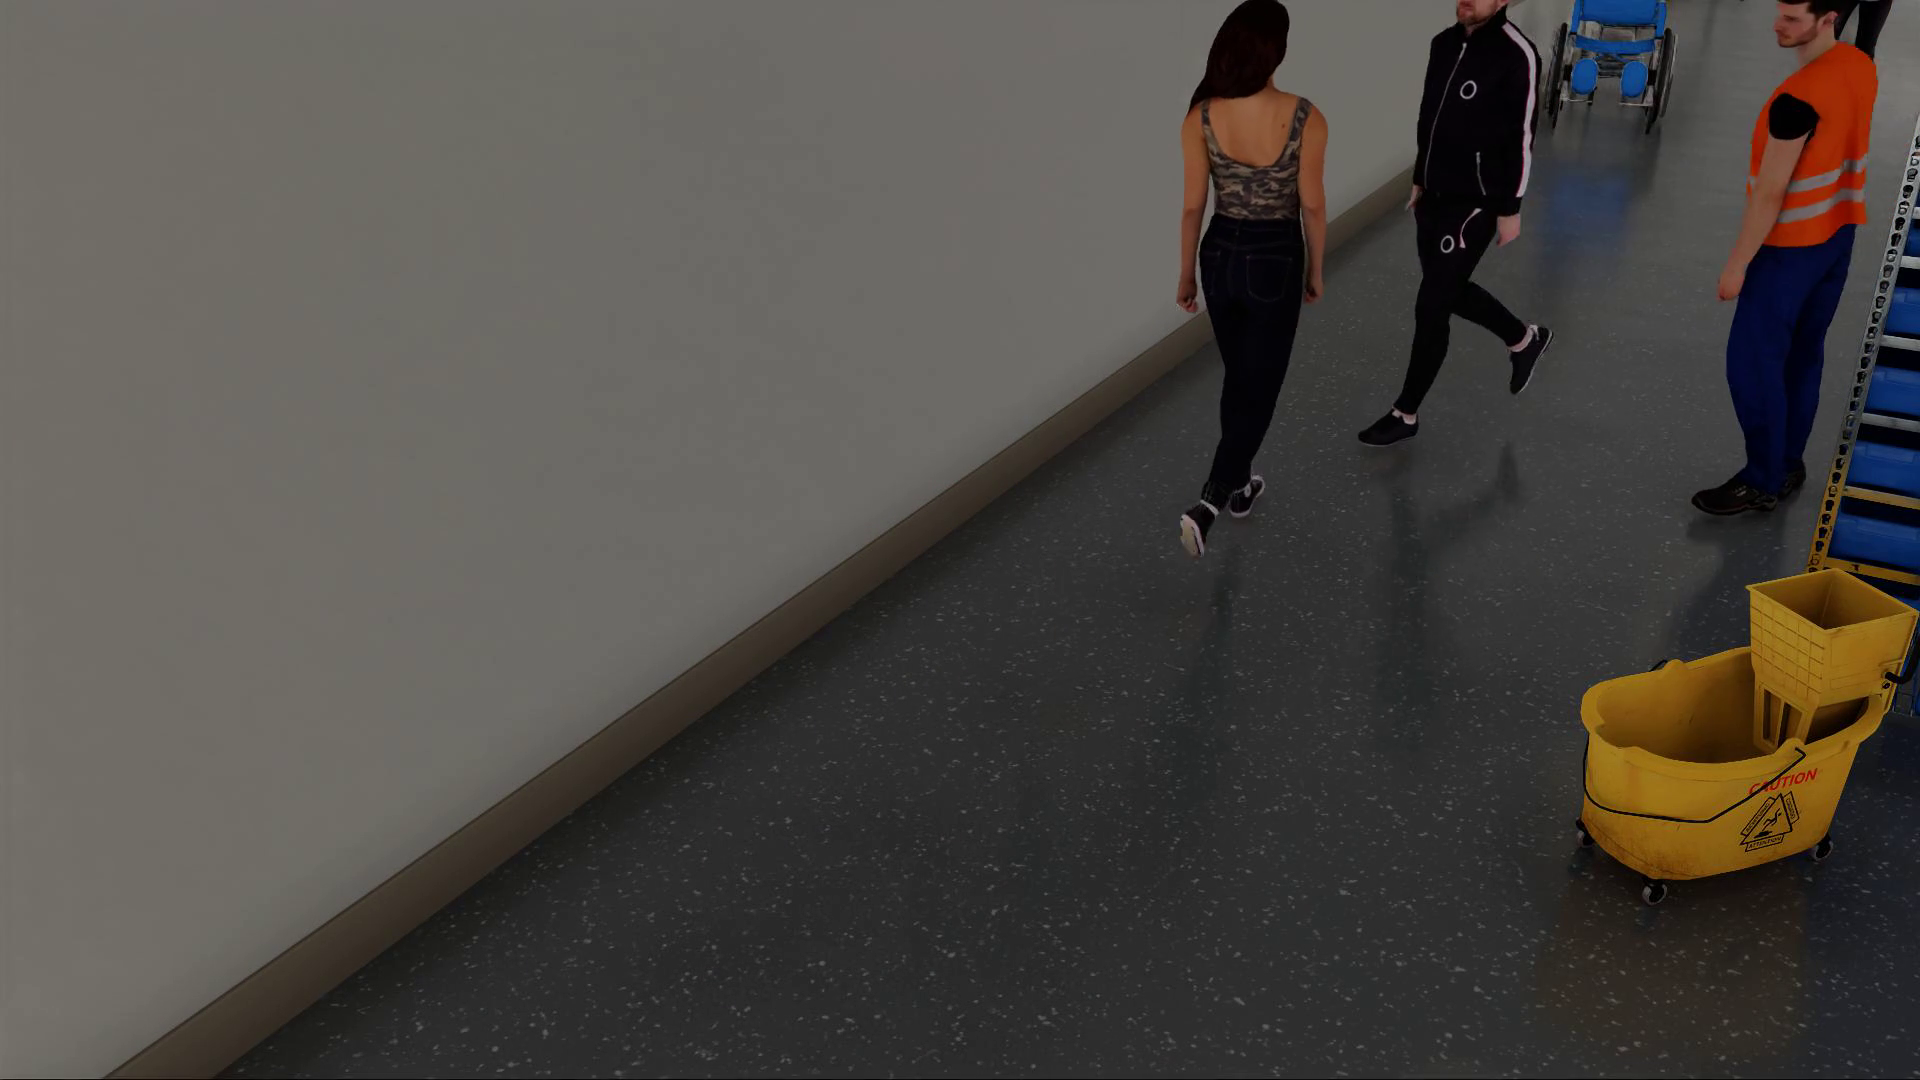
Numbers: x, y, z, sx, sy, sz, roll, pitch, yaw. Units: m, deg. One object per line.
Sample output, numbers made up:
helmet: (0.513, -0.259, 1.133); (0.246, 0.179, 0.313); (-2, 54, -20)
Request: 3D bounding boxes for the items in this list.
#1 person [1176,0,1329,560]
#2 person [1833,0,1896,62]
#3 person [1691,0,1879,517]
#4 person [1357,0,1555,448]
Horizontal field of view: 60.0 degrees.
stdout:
person: (0.885, -0.759, 5.237); (1.092, 1.735, 0.763); (11, 28, 21)
person: (6.341, -3.914, 11.663); (0.645, 1.837, 0.800); (5, 26, 10)
person: (2.876, -0.993, 5.596); (0.899, 1.845, 0.794); (-13, 29, -25)
person: (1.915, -1.203, 6.084); (1.169, 1.800, 1.175); (-9, 27, -18)
